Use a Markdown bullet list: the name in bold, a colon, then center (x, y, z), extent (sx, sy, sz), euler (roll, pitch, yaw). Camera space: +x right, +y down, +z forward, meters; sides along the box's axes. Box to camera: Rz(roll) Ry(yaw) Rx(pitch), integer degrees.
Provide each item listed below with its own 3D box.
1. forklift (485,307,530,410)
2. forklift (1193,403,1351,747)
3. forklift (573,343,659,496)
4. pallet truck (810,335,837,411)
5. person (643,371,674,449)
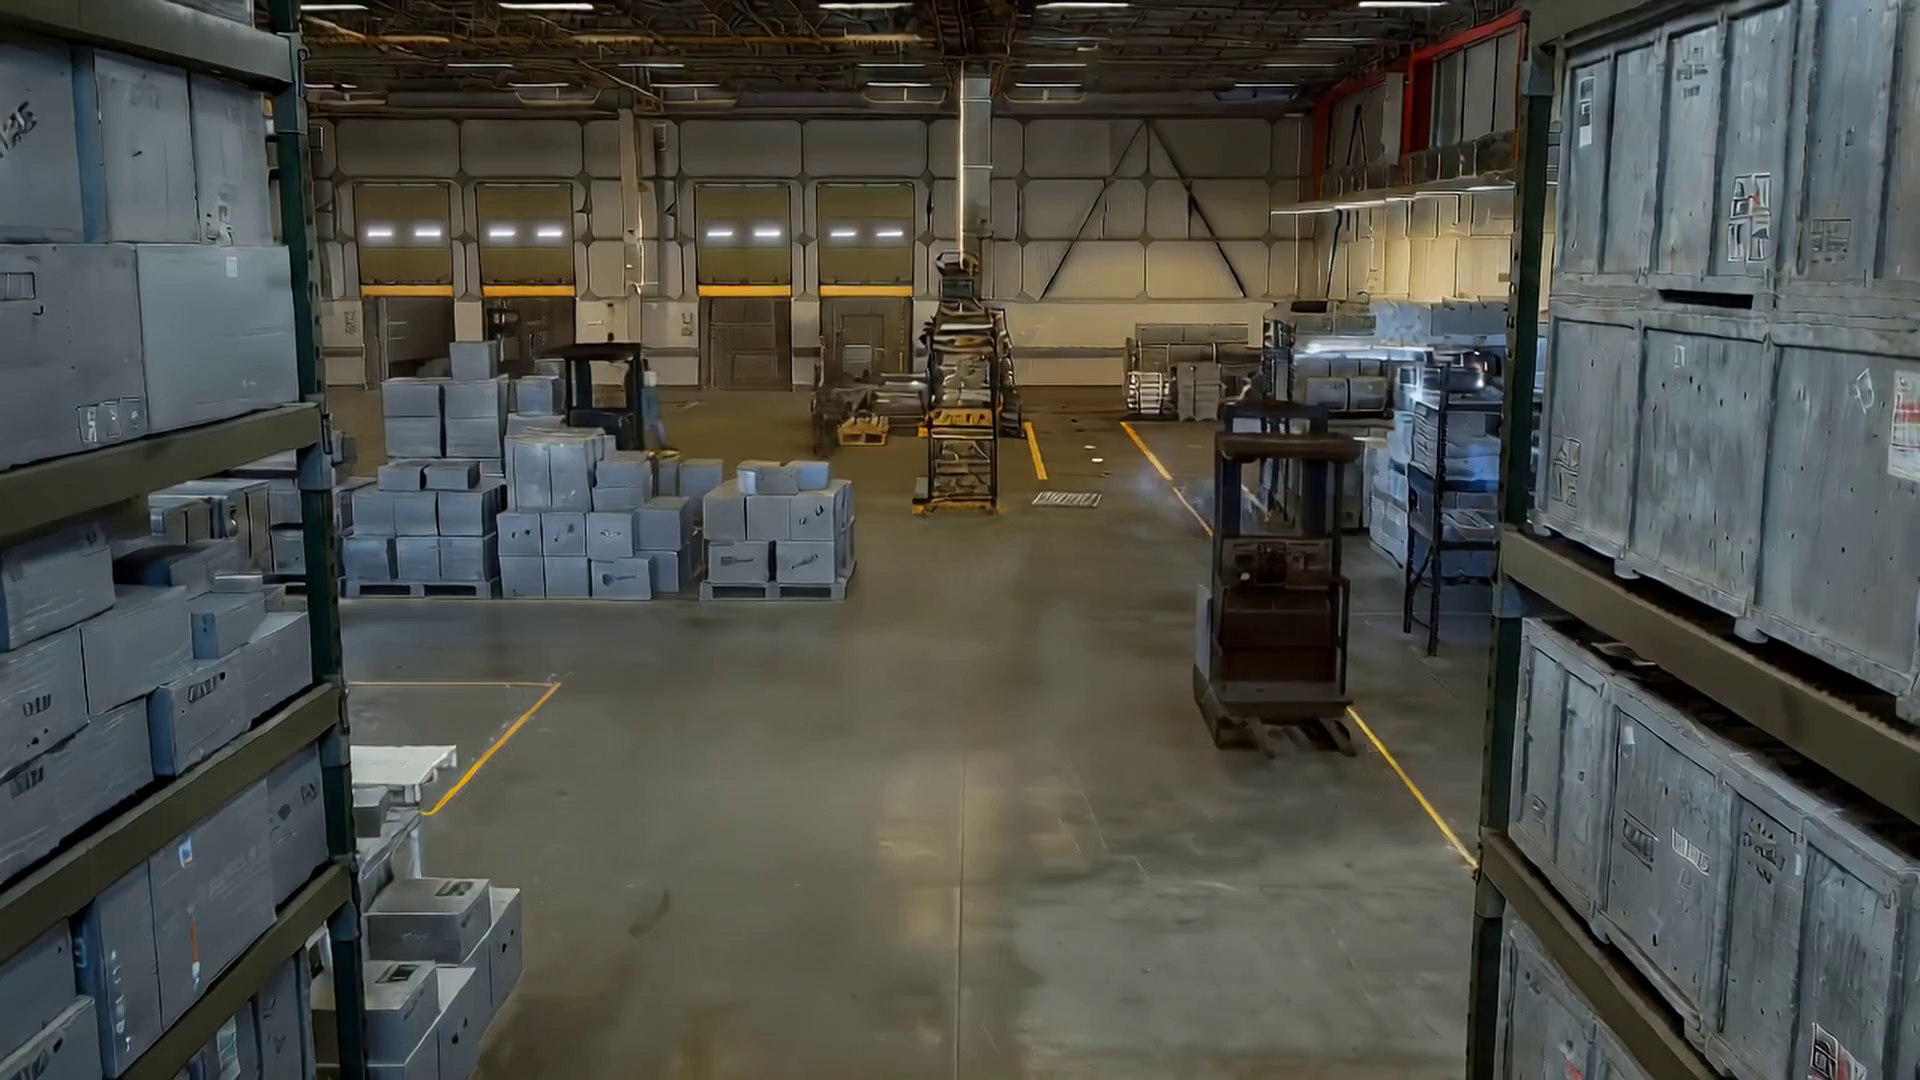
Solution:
- **forklift**: center (-10.754, -4.150, 39.646), extent (1.129, 2.768, 1.873), euler (0, 10, 1)
- **forklift**: center (2.696, 0.207, 14.509), extent (1.129, 2.768, 1.873), euler (0, 10, 1)
- **forklift**: center (-5.085, -1.475, 24.210), extent (1.129, 2.768, 1.873), euler (0, 10, 1)
- **pallet truck**: center (-3.021, -4.312, 43.126), extent (1.885, 1.965, 0.823), euler (3, 10, 17)
- **person**: center (-6.500, -2.725, 34.967), extent (0.882, 1.654, 0.541), euler (4, 11, 24)
